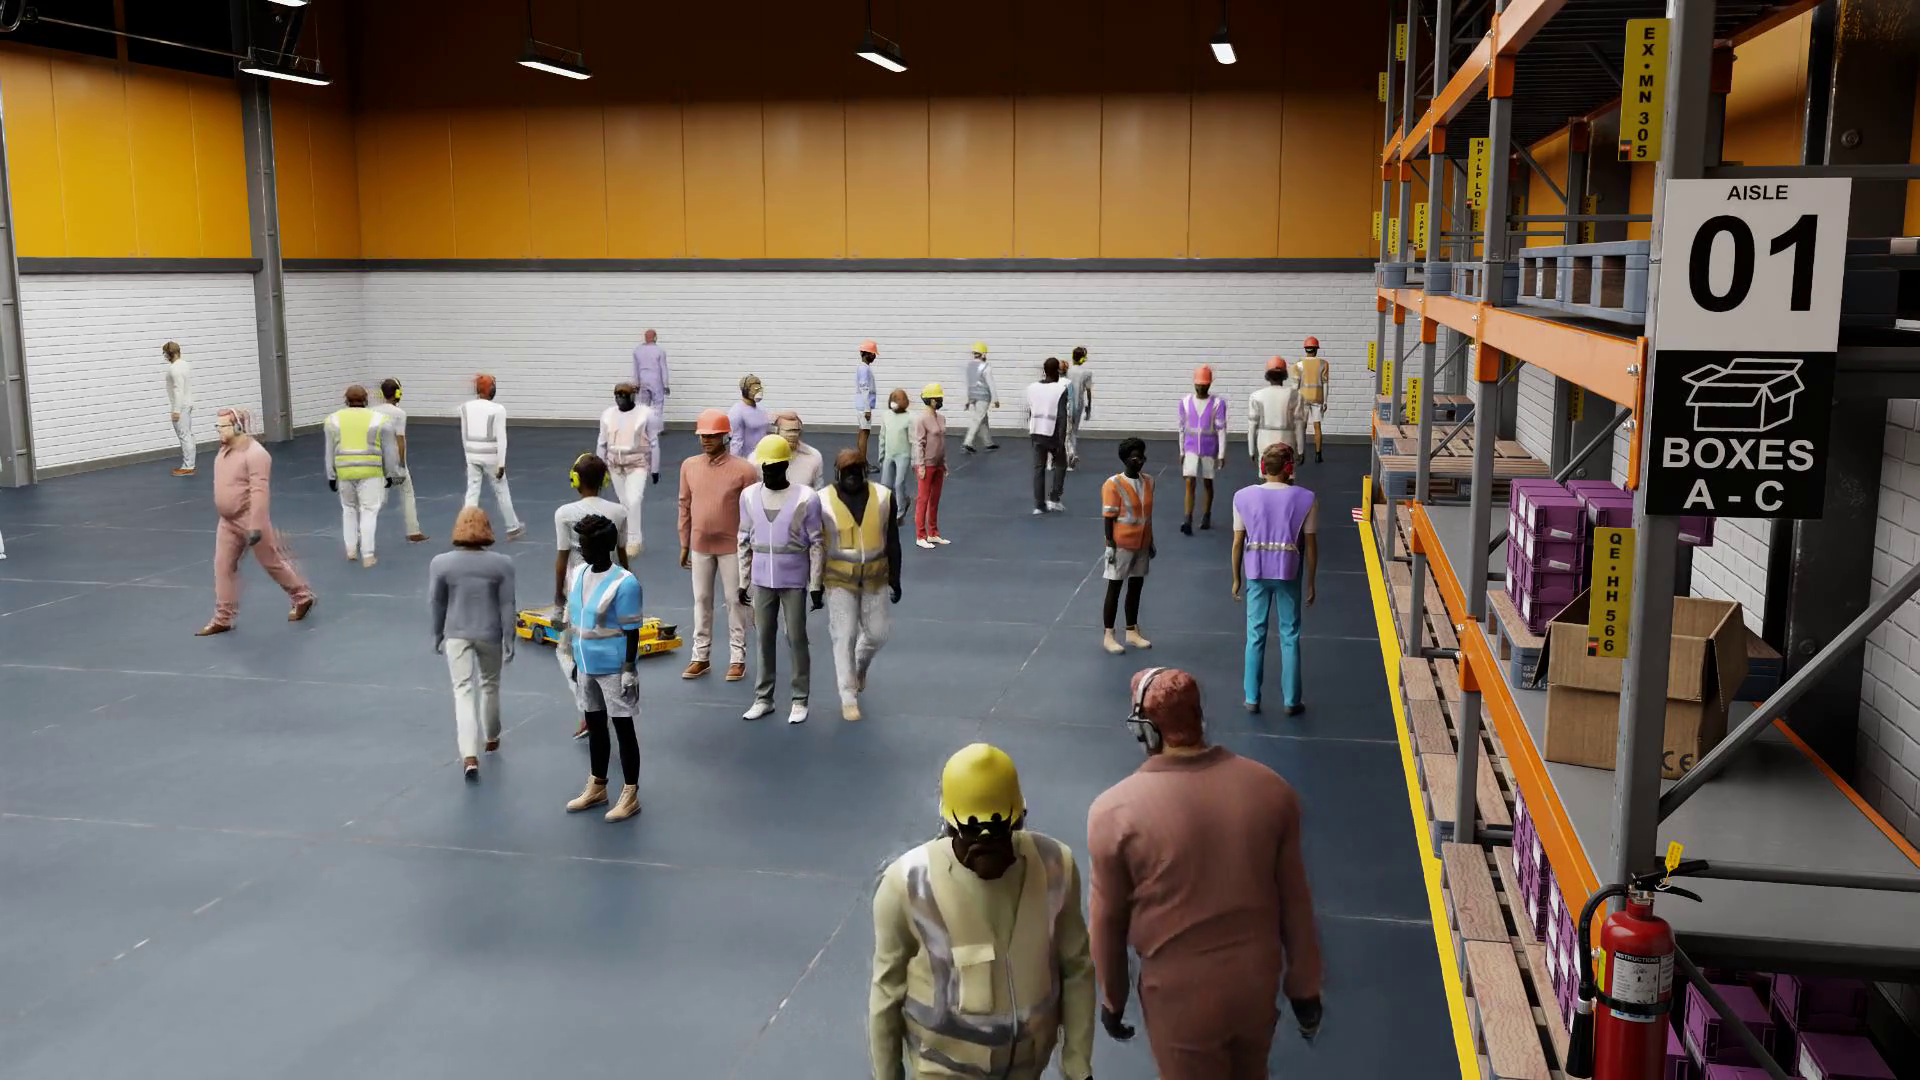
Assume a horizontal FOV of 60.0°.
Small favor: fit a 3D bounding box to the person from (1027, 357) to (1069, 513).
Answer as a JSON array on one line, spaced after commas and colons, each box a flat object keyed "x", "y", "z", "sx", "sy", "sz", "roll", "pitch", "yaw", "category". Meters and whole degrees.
[{"x": 1.087, "y": -1.273, "z": 20.303, "sx": 0.605, "sy": 1.899, "sz": 0.528, "roll": 7, "pitch": 11, "yaw": 35, "category": "person"}]

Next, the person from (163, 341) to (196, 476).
[{"x": -11.204, "y": -1.882, "z": 23.881, "sx": 0.373, "sy": 1.933, "sz": 0.627, "roll": -3, "pitch": 10, "yaw": -16, "category": "person"}]

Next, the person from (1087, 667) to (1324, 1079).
[{"x": 0.698, "y": 1.310, "z": 4.862, "sx": 0.675, "sy": 1.866, "sz": 0.532, "roll": -4, "pitch": 10, "yaw": -23, "category": "person"}]

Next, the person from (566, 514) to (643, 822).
[{"x": -1.948, "y": 0.691, "z": 9.100, "sx": 0.533, "sy": 1.692, "sz": 0.319, "roll": 7, "pitch": 12, "yaw": 37, "category": "person"}]

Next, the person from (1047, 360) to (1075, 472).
[{"x": 1.454, "y": -1.811, "z": 24.340, "sx": 0.522, "sy": 1.636, "sz": 0.311, "roll": 7, "pitch": 12, "yaw": 36, "category": "person"}]

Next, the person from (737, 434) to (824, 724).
[{"x": -1.199, "y": 0.259, "z": 10.996, "sx": 0.594, "sy": 1.924, "sz": 0.383, "roll": 3, "pitch": 10, "yaw": 16, "category": "person"}]

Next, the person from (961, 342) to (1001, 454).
[{"x": 0.323, "y": -2.282, "z": 26.718, "sx": 0.884, "sy": 1.797, "sz": 0.594, "roll": -6, "pitch": 11, "yaw": -34, "category": "person"}]

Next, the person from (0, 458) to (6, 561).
[{"x": -10.018, "y": -0.575, "z": 16.896, "sx": 0.514, "sy": 1.636, "sz": 0.315, "roll": -5, "pitch": 11, "yaw": -29, "category": "person"}]

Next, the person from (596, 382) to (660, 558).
[{"x": -3.491, "y": -0.722, "z": 17.232, "sx": 0.646, "sy": 1.812, "sz": 0.771, "roll": 3, "pitch": 10, "yaw": 15, "category": "person"}]

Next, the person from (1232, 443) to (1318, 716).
[{"x": 2.104, "y": 0.272, "z": 11.173, "sx": 0.565, "sy": 1.841, "sz": 0.384, "roll": 3, "pitch": 10, "yaw": 16, "category": "person"}]

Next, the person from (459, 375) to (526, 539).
[{"x": -5.117, "y": -0.873, "z": 18.078, "sx": 0.599, "sy": 1.841, "sz": 0.950, "roll": 2, "pitch": 10, "yaw": 14, "category": "person"}]

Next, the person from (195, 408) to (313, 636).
[{"x": -5.901, "y": -0.179, "z": 13.852, "sx": 0.648, "sy": 1.865, "sz": 0.995, "roll": 6, "pitch": 11, "yaw": 31, "category": "person"}]

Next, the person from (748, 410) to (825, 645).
[{"x": -1.397, "y": -0.103, "z": 13.318, "sx": 0.643, "sy": 1.887, "sz": 0.513, "roll": -5, "pitch": 11, "yaw": -28, "category": "person"}]

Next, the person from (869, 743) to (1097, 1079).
[{"x": 0.105, "y": 1.415, "z": 4.433, "sx": 0.583, "sy": 1.782, "sz": 0.879, "roll": -4, "pitch": 10, "yaw": -25, "category": "person"}]

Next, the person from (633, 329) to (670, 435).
[{"x": -5.445, "y": -2.786, "z": 29.431, "sx": 0.661, "sy": 1.908, "sz": 0.435, "roll": 4, "pitch": 10, "yaw": 21, "category": "person"}]

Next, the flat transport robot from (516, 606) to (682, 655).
[{"x": -2.915, "y": 0.707, "z": 13.274, "sx": 1.431, "sy": 0.197, "sz": 0.652, "roll": 9, "pitch": 13, "yaw": 43, "category": "flat transport robot"}]

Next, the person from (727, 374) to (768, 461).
[{"x": -2.100, "y": -0.697, "z": 16.718, "sx": 0.367, "sy": 1.939, "sz": 0.635, "roll": 4, "pitch": 10, "yaw": 20, "category": "person"}]

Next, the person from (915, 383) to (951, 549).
[{"x": -0.298, "y": -0.803, "z": 17.868, "sx": 0.302, "sy": 1.772, "sz": 0.523, "roll": 6, "pitch": 11, "yaw": 30, "category": "person"}]

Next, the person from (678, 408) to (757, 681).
[{"x": -1.770, "y": 0.036, "z": 12.134, "sx": 0.611, "sy": 1.996, "sz": 0.387, "roll": 2, "pitch": 10, "yaw": 14, "category": "person"}]

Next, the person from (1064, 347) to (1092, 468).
[{"x": 1.645, "y": -1.935, "z": 24.513, "sx": 0.576, "sy": 1.829, "sz": 0.596, "roll": 0, "pitch": 9, "yaw": 0, "category": "person"}]

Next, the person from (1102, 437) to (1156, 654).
[{"x": 1.329, "y": 0.037, "z": 13.026, "sx": 0.540, "sy": 1.695, "sz": 0.317, "roll": -7, "pitch": 12, "yaw": -38, "category": "person"}]

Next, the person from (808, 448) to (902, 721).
[{"x": -0.723, "y": 0.270, "z": 11.241, "sx": 0.640, "sy": 1.825, "sz": 0.618, "roll": -3, "pitch": 10, "yaw": -17, "category": "person"}]

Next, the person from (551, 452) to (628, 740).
[{"x": -2.345, "y": 0.371, "z": 10.528, "sx": 0.569, "sy": 1.856, "sz": 0.380, "roll": -7, "pitch": 12, "yaw": -38, "category": "person"}]

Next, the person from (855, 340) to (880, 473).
[{"x": -1.349, "y": -1.942, "z": 24.236, "sx": 0.368, "sy": 1.934, "sz": 0.543, "roll": -1, "pitch": 9, "yaw": -7, "category": "person"}]

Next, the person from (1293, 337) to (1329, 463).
[{"x": 5.355, "y": -2.139, "z": 25.438, "sx": 0.542, "sy": 1.930, "sz": 0.374, "roll": 1, "pitch": 10, "yaw": 9, "category": "person"}]

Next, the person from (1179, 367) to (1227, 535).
[{"x": 2.717, "y": -1.003, "z": 18.713, "sx": 0.561, "sy": 1.879, "sz": 1.036, "roll": 3, "pitch": 10, "yaw": 18, "category": "person"}]

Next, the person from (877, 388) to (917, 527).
[{"x": -0.691, "y": -0.958, "z": 19.232, "sx": 0.525, "sy": 1.617, "sz": 0.491, "roll": 6, "pitch": 11, "yaw": 32, "category": "person"}]

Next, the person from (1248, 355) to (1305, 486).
[{"x": 3.495, "y": -1.027, "z": 18.428, "sx": 0.636, "sy": 2.030, "sz": 0.640, "roll": 3, "pitch": 10, "yaw": 16, "category": "person"}]

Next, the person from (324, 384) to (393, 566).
[{"x": -6.065, "y": -0.662, "z": 16.858, "sx": 0.627, "sy": 1.821, "sz": 0.676, "roll": -1, "pitch": 9, "yaw": -7, "category": "person"}]

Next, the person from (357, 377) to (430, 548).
[{"x": -6.160, "y": -0.834, "z": 17.893, "sx": 0.517, "sy": 1.837, "sz": 0.925, "roll": 4, "pitch": 10, "yaw": 24, "category": "person"}]

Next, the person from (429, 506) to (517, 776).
[{"x": -2.925, "y": 0.589, "z": 10.009, "sx": 0.510, "sy": 1.594, "sz": 0.849, "roll": -3, "pitch": 10, "yaw": -15, "category": "person"}]
